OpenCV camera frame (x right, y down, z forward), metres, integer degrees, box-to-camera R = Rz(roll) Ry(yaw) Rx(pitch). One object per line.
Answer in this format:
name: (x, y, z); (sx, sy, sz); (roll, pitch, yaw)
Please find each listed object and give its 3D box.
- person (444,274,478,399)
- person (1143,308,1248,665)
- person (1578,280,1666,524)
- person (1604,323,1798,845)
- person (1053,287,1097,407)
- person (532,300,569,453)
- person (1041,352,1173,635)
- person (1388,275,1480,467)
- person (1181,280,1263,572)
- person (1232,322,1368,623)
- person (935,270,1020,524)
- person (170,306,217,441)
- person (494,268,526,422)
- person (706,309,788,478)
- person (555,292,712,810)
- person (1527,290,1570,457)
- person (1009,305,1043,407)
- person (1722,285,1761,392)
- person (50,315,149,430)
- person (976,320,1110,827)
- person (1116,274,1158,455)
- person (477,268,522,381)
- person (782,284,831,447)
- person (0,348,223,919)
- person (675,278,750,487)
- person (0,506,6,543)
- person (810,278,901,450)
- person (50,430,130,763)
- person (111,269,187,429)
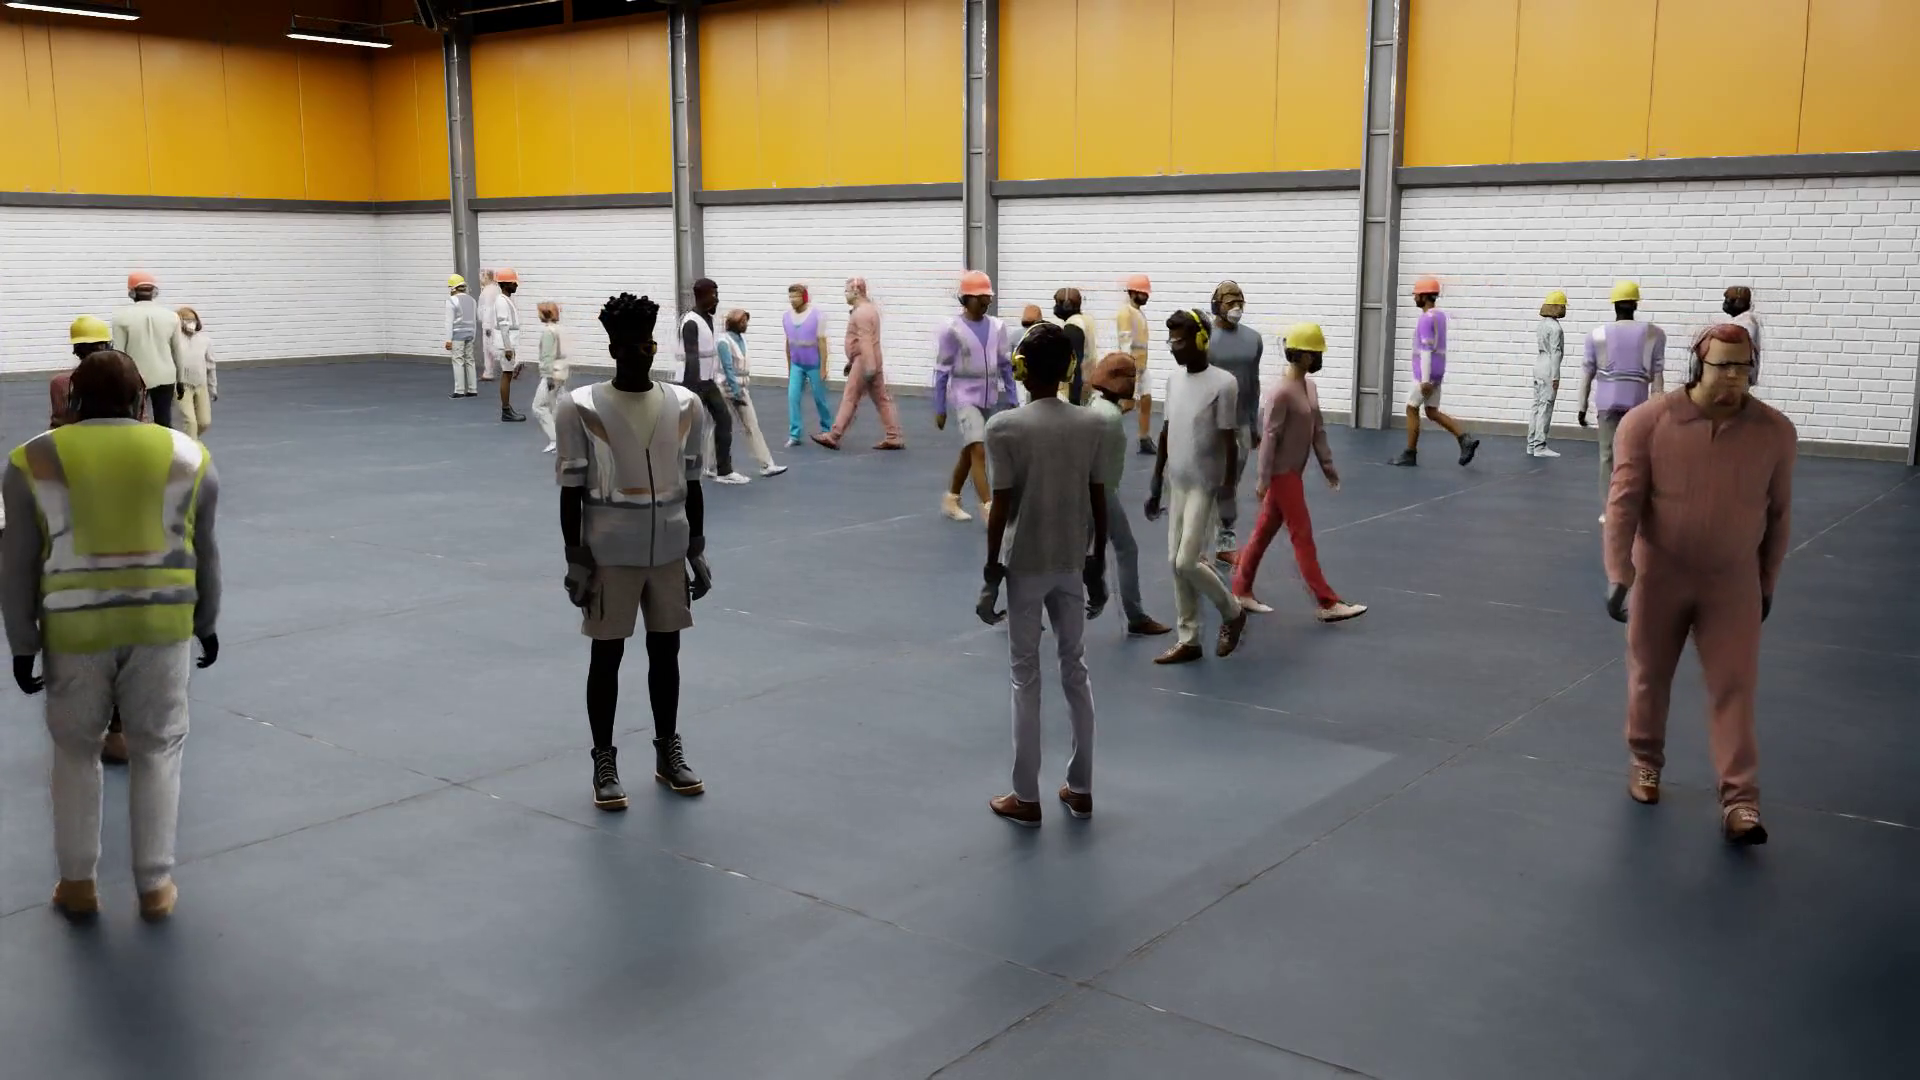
person: (-7.308, -2.965, 24.315); (0.404, 1.824, 0.586); (4, 11, 23)
person: (1.206, -0.263, 8.529); (0.441, 1.843, 0.516); (-6, 11, -30)
person: (5.204, -1.085, 13.134); (0.614, 1.898, 0.766); (3, 10, 16)
person: (2.691, 0.151, 6.072); (0.664, 1.857, 0.994); (2, 10, 14)
person: (0.936, -1.283, 14.492); (0.518, 1.825, 0.659); (2, 10, 12)
person: (-4.319, -1.706, 17.542); (0.401, 1.622, 0.548); (0, 10, -2)
person: (0.718, -0.250, 9.168); (0.863, 1.587, 0.507); (-1, 10, -3)
person: (4.695, -1.646, 16.388); (0.811, 1.913, 0.551); (6, 12, 33)
person: (1.750, -0.755, 11.098); (0.628, 1.939, 0.374); (-5, 11, -27)
person: (1.951, -0.384, 9.575); (0.882, 1.718, 0.518); (5, 11, 28)
person: (0.142, -1.068, 12.800); (0.616, 1.988, 1.065); (-8, 12, -38)
person: (-7.501, -1.466, 16.168); (0.528, 1.615, 0.506); (8, 13, 39)
person: (-5.710, -2.470, 21.081); (0.358, 1.938, 0.542); (-2, 10, -13)
person: (-2.052, -1.349, 15.537); (0.821, 1.594, 0.505); (5, 11, 25)
person: (-1.242, 0.037, 6.401); (0.607, 1.966, 0.367); (-6, 12, -33)
person: (6.177, -1.739, 17.423); (0.329, 1.734, 0.479); (-1, 10, -3)
person: (0.743, -1.699, 17.652); (0.514, 1.571, 0.946); (3, 10, 18)
person: (7.445, -1.514, 15.850); (0.609, 1.823, 0.637); (4, 11, 22)
person: (-4.927, -0.405, 9.559); (0.524, 1.769, 0.325); (-2, 10, -10)
person: (0.310, 0.127, 6.166); (0.532, 1.869, 0.311); (-4, 11, -23)
person: (1.767, -1.839, 17.517); (0.773, 1.911, 0.549); (6, 11, 30)
person: (-7.694, -3.559, 27.580); (0.759, 1.890, 0.657); (-1, 10, -4)
person: (-1.666, -1.931, 18.403); (0.575, 1.814, 0.777); (5, 11, 27)
person: (-2.686, 0.304, 5.333); (0.652, 1.813, 0.501); (-6, 11, -31)
person: (-2.252, -1.409, 15.036); (0.811, 1.889, 0.614); (1, 10, 9)
person: (-7.425, -0.859, 11.919); (1.066, 1.862, 0.673); (-4, 11, -24)
person: (-1.110, -1.876, 17.867); (1.003, 1.850, 0.677); (1, 10, 7)
person: (-3.641, 0.093, 6.999); (0.593, 1.650, 0.613); (-7, 12, -36)
person: (-7.337, -1.456, 15.055); (0.659, 1.974, 0.446); (-9, 13, -42)
